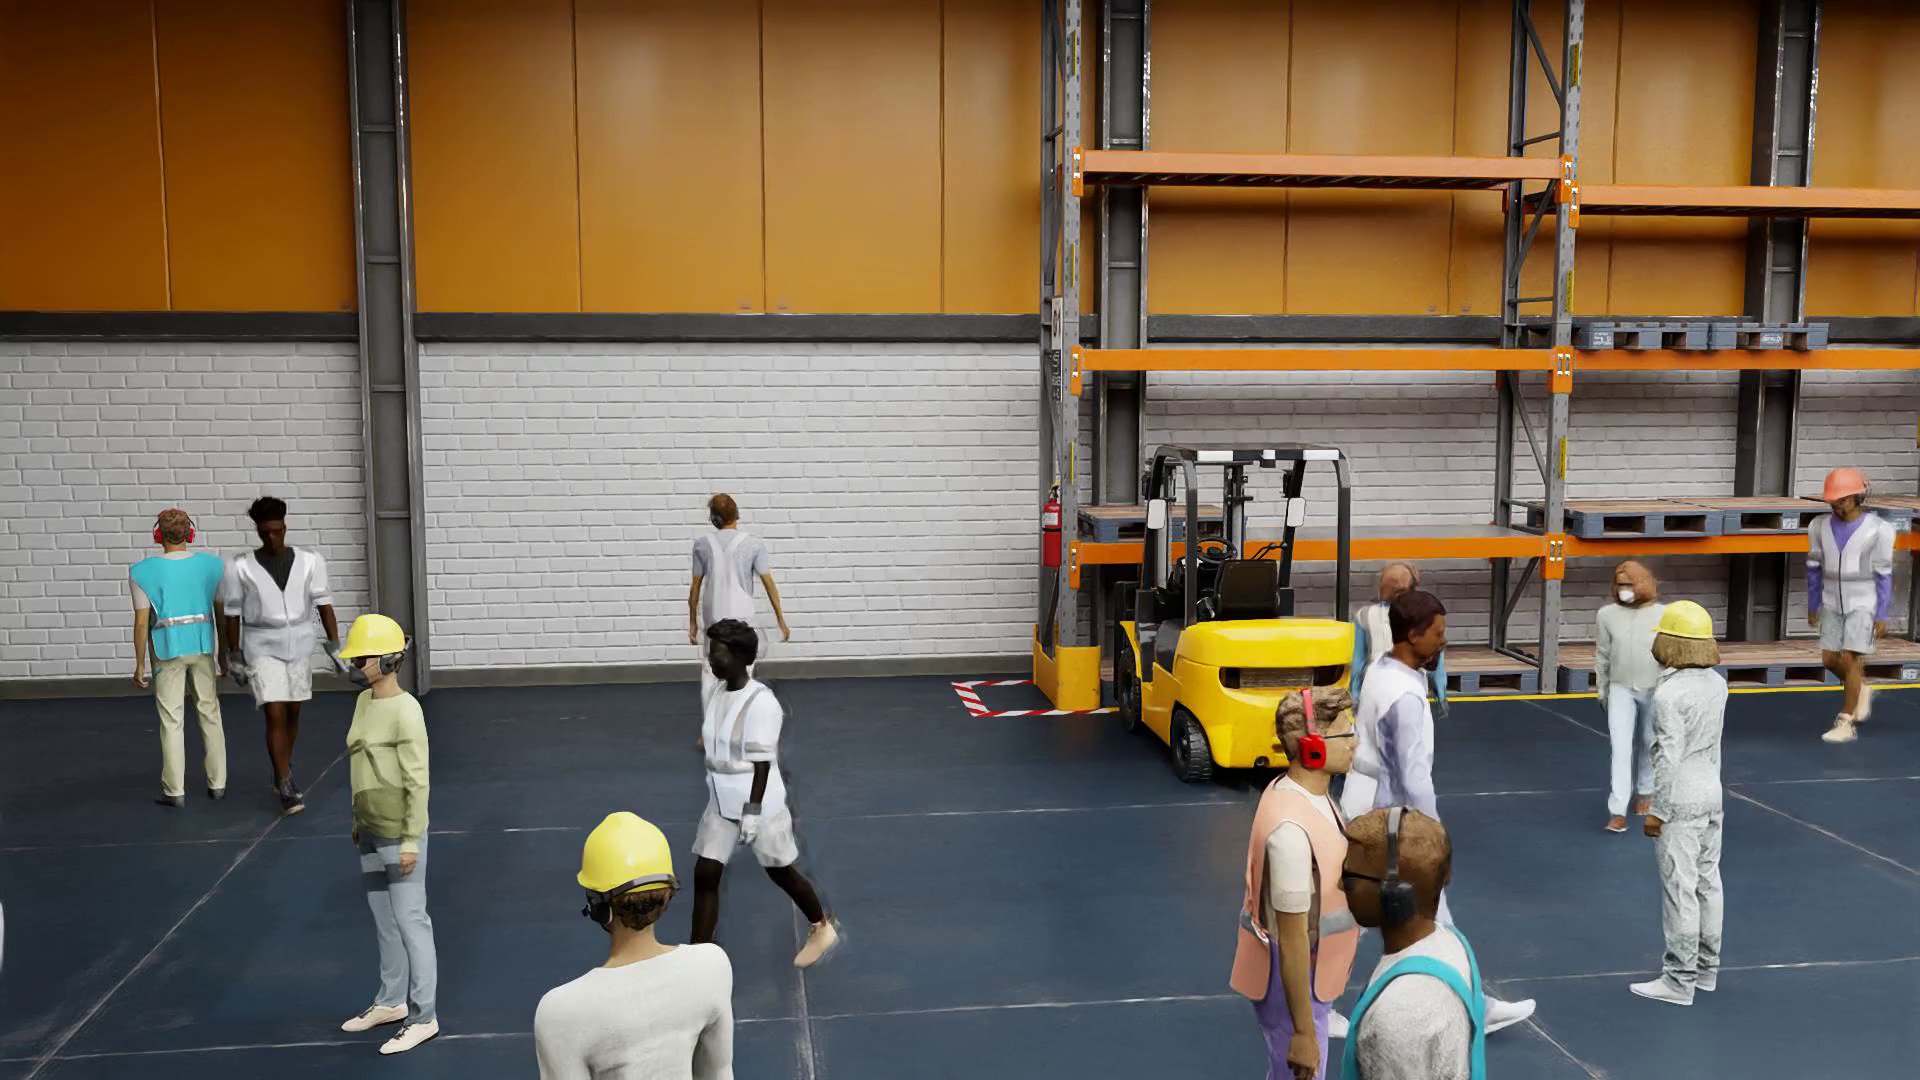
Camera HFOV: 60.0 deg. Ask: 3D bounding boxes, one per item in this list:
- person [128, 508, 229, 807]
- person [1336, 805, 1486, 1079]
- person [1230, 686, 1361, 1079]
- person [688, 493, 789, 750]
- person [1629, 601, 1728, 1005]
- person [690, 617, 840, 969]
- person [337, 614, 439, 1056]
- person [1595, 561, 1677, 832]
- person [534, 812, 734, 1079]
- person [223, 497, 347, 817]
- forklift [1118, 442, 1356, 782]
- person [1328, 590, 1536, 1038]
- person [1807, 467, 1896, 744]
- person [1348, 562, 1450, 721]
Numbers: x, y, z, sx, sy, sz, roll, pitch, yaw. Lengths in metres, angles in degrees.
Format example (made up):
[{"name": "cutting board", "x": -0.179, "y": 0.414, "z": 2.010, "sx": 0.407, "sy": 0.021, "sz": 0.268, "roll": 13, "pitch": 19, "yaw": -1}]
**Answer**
[{"name": "person", "x": -4.811, "y": 0.728, "z": 10.291, "sx": 0.564, "sy": 1.845, "sz": 0.389, "roll": -6, "pitch": 9, "yaw": -41}, {"name": "person", "x": 0.978, "y": 1.486, "z": 3.680, "sx": 0.345, "sy": 1.841, "sz": 0.510, "roll": 3, "pitch": 7, "yaw": 25}, {"name": "person", "x": 0.997, "y": 1.340, "z": 4.914, "sx": 0.387, "sy": 1.849, "sz": 0.566, "roll": 2, "pitch": 7, "yaw": 13}, {"name": "person", "x": -1.561, "y": 0.589, "z": 11.639, "sx": 0.707, "sy": 1.828, "sz": 0.400, "roll": 1, "pitch": 7, "yaw": 8}, {"name": "person", "x": 3.123, "y": 1.129, "z": 7.224, "sx": 0.487, "sy": 1.744, "sz": 0.314, "roll": -5, "pitch": 8, "yaw": -39}, {"name": "person", "x": -0.915, "y": 1.155, "z": 7.413, "sx": 0.862, "sy": 1.659, "sz": 0.535, "roll": -6, "pitch": 9, "yaw": -43}, {"name": "person", "x": -2.329, "y": 1.174, "z": 6.735, "sx": 0.311, "sy": 1.768, "sz": 0.532, "roll": -6, "pitch": 9, "yaw": -43}, {"name": "person", "x": 3.999, "y": 0.909, "z": 9.858, "sx": 0.493, "sy": 1.573, "sz": 0.873, "roll": 4, "pitch": 8, "yaw": 31}, {"name": "person", "x": -0.755, "y": 1.503, "z": 3.857, "sx": 0.311, "sy": 1.768, "sz": 0.533, "roll": 6, "pitch": 9, "yaw": 44}, {"name": "person", "x": -4.108, "y": 0.699, "z": 10.177, "sx": 0.626, "sy": 1.919, "sz": 0.912, "roll": -6, "pitch": 9, "yaw": -41}, {"name": "forklift", "x": 1.912, "y": 0.418, "z": 11.496, "sx": 1.214, "sy": 2.155, "sz": 2.313, "roll": -1, "pitch": 7, "yaw": -8}, {"name": "person", "x": 1.819, "y": 1.129, "z": 6.702, "sx": 1.009, "sy": 1.859, "sz": 0.618, "roll": 1, "pitch": 7, "yaw": 10}, {"name": "person", "x": 6.441, "y": 0.460, "z": 12.002, "sx": 0.731, "sy": 2.007, "sz": 0.615, "roll": -4, "pitch": 8, "yaw": -33}, {"name": "person", "x": 2.556, "y": 0.924, "z": 9.698, "sx": 0.520, "sy": 1.583, "sz": 0.898, "roll": 6, "pitch": 9, "yaw": 43}]
